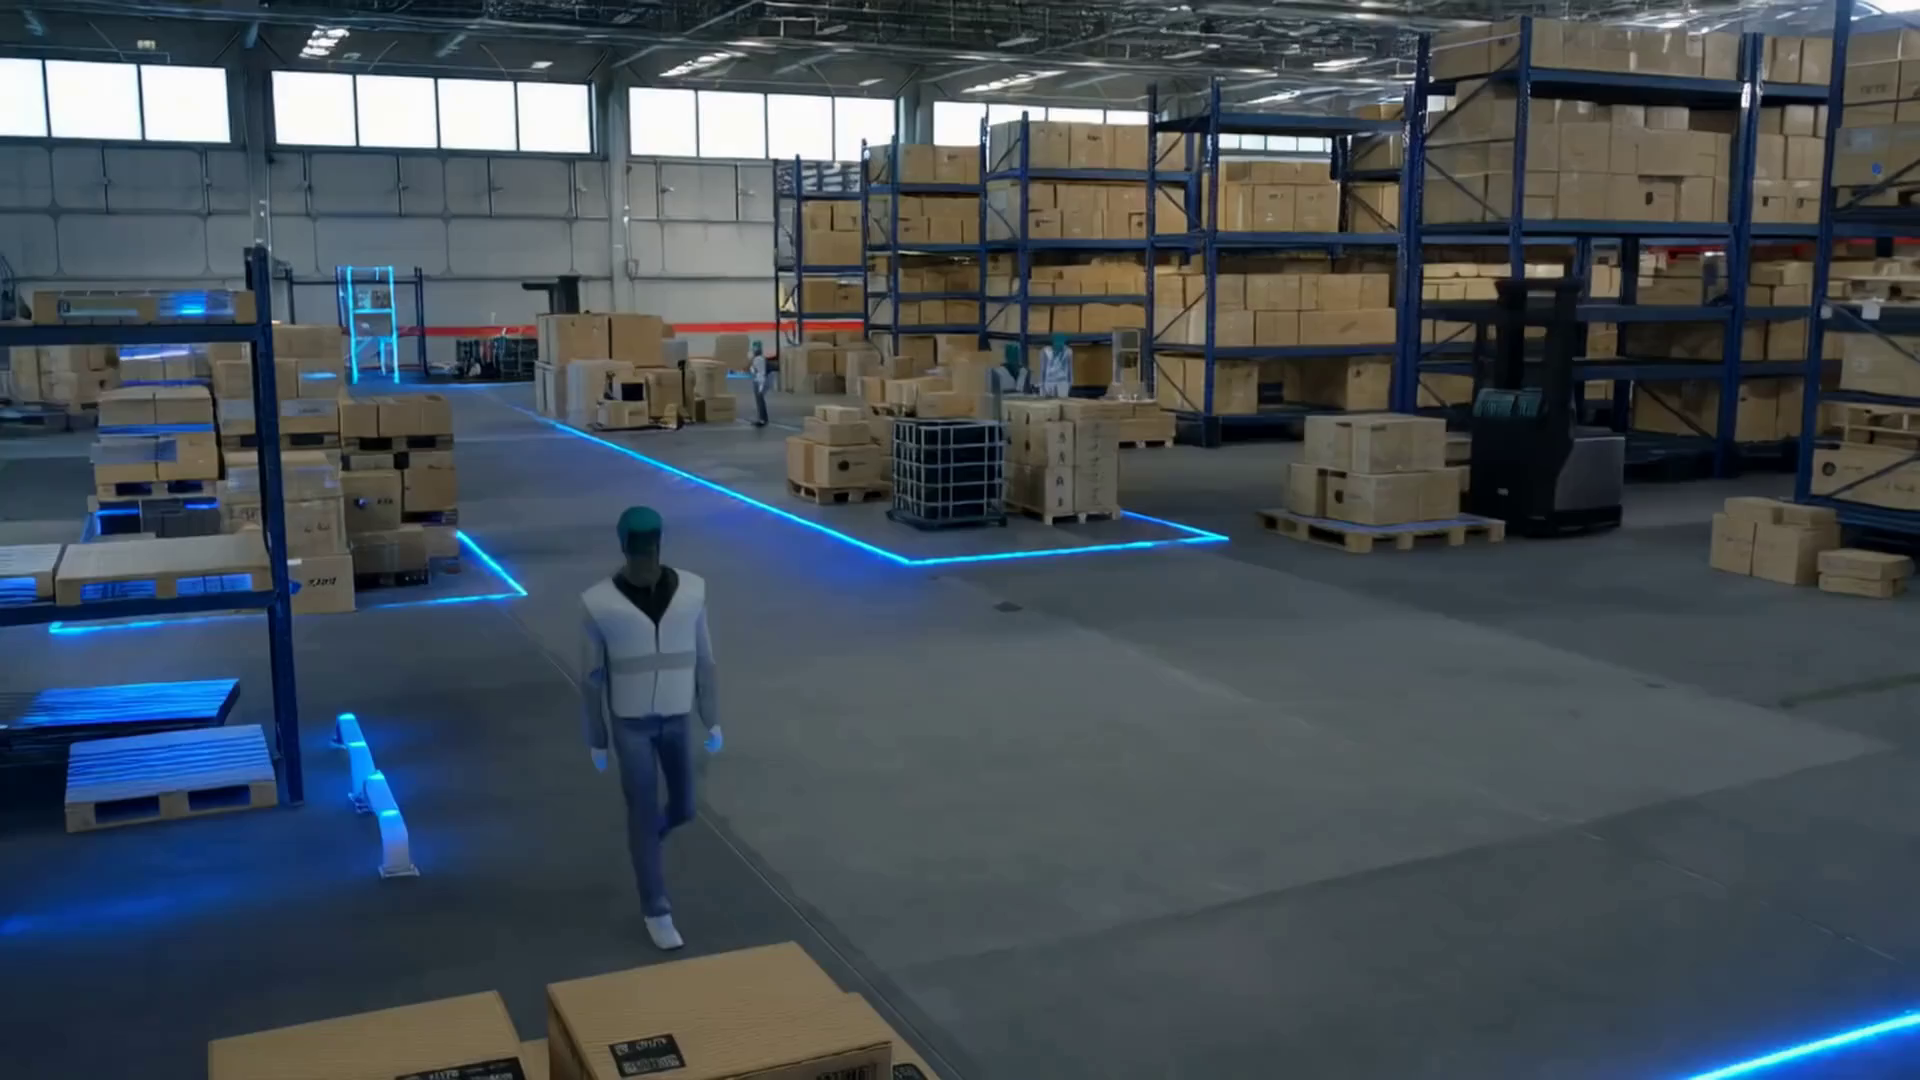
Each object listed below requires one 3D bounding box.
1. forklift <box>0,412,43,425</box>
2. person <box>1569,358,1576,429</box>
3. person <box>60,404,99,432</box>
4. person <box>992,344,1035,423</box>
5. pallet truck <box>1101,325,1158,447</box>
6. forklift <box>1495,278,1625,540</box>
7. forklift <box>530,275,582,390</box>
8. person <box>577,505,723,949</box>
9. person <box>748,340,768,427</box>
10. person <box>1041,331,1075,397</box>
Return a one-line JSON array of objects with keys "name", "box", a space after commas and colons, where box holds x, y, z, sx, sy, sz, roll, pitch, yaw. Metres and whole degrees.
[{"name": "forklift", "box": [-18.230, -3.475, 30.648, 1.873, 2.768, 1.129, 2, 9, 15]}, {"name": "person", "box": [7.227, -1.269, 20.039, 0.337, 1.882, 0.584, 7, 11, 37]}, {"name": "person", "box": [-15.889, -2.855, 29.873, 0.789, 1.901, 0.650, 3, 10, 19]}, {"name": "person", "box": [0.778, -1.854, 23.727, 0.614, 1.866, 0.991, -6, 11, -32]}, {"name": "pallet truck", "box": [2.881, -2.596, 27.923, 0.823, 1.965, 1.885, -1, 9, -7]}, {"name": "forklift", "box": [6.326, -1.490, 18.334, 1.873, 2.768, 1.129, -4, 10, -25]}, {"name": "forklift", "box": [-9.380, -5.006, 40.145, 1.873, 2.768, 1.129, -4, 10, -25]}, {"name": "person", "box": [-1.375, 0.772, 7.318, 0.603, 1.900, 0.729, -6, 11, -32]}, {"name": "person", "box": [-3.768, -2.911, 31.022, 0.315, 1.633, 0.526, -4, 10, -22]}, {"name": "person", "box": [1.823, -2.988, 30.949, 0.614, 1.814, 0.873, 2, 9, 10]}]
